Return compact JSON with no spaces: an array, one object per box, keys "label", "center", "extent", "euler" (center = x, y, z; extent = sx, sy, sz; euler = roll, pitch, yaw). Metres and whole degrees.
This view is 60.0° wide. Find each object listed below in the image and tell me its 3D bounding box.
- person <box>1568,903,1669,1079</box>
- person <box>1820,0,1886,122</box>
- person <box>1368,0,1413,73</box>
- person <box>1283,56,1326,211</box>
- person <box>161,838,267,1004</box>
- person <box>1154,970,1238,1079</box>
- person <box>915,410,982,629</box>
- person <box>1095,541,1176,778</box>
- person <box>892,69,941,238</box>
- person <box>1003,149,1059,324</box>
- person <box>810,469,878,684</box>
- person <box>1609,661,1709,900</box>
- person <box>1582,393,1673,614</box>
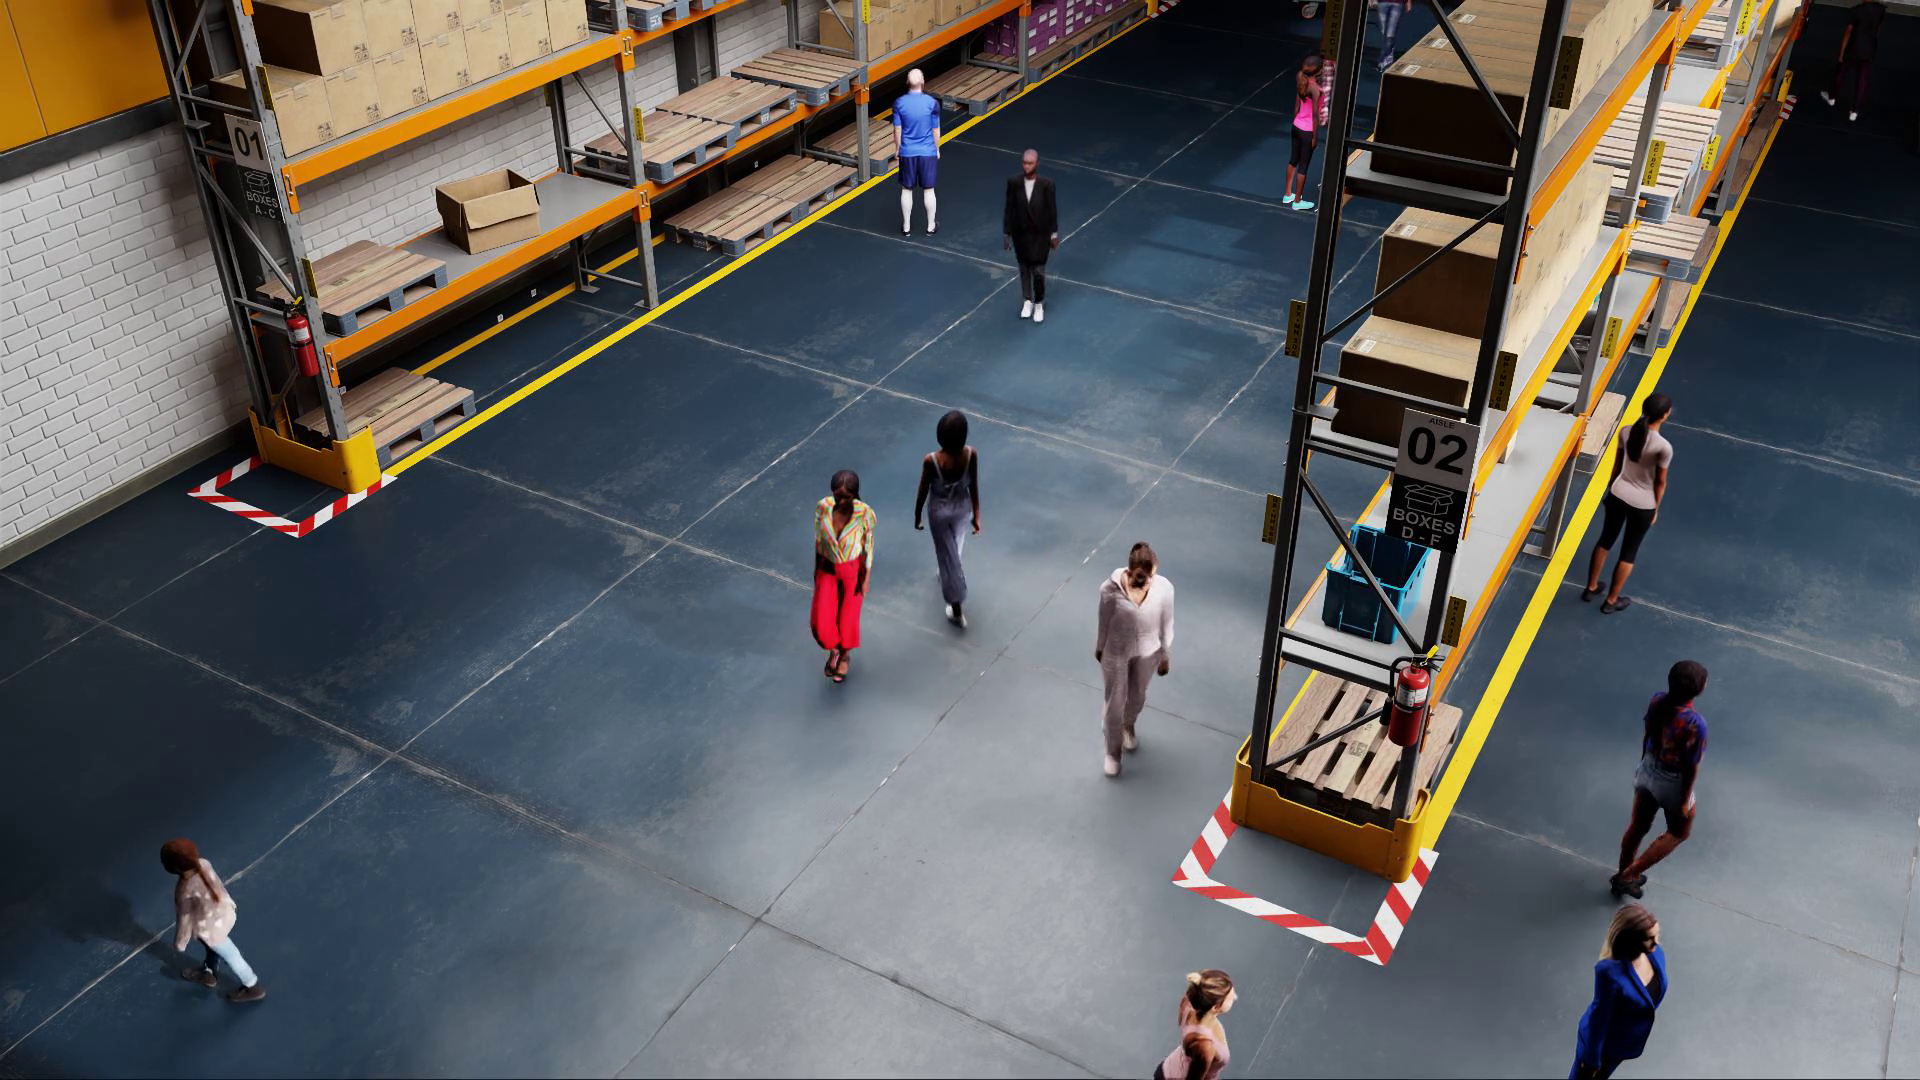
[{"label":"person","center":[3.173,2.427,8.175],"extent":[0.588,1.701,0.744],"euler":[-28,43,-35]},{"label":"person","center":[11.454,-6.190,21.120],"extent":[0.971,1.723,1.219],"euler":[4,34,5]},{"label":"person","center":[5.985,-7.418,22.878],"extent":[0.806,1.819,1.058],"euler":[25,41,32]},{"label":"person","center":[3.874,-4.600,18.727],"extent":[0.716,1.723,0.664],"euler":[-11,35,-16]},{"label":"person","center":[-4.058,2.103,9.139],"extent":[0.744,1.173,0.752],"euler":[1,34,2]},{"label":"person","center":[0.984,2.654,7.929],"extent":[1.033,1.595,1.075],"euler":[-3,34,-4]},{"label":"person","center":[-0.037,-0.102,12.024],"extent":[1.082,1.652,1.106],"euler":[-11,35,-16]},{"label":"person","center":[1.109,0.667,10.853],"extent":[0.845,1.667,0.920],"euler":[-3,34,-4]},{"label":"person","center":[-0.460,-4.188,18.000],"extent":[0.756,1.842,0.744],"euler":[1,34,2]},{"label":"person","center":[0.725,-3.030,16.341],"extent":[0.765,1.749,0.764],"euler":[8,34,12]},{"label":"person","center":[-0.772,0.224,11.429],"extent":[0.730,1.768,0.773],"euler":[7,34,10]},{"label":"person","center":[3.993,1.440,9.632],"extent":[0.802,1.732,0.751],"euler":[-13,36,-19]},{"label":"person","center":[4.914,-0.271,12.201],"extent":[0.697,1.737,0.681],"euler":[-19,38,-27]}]
